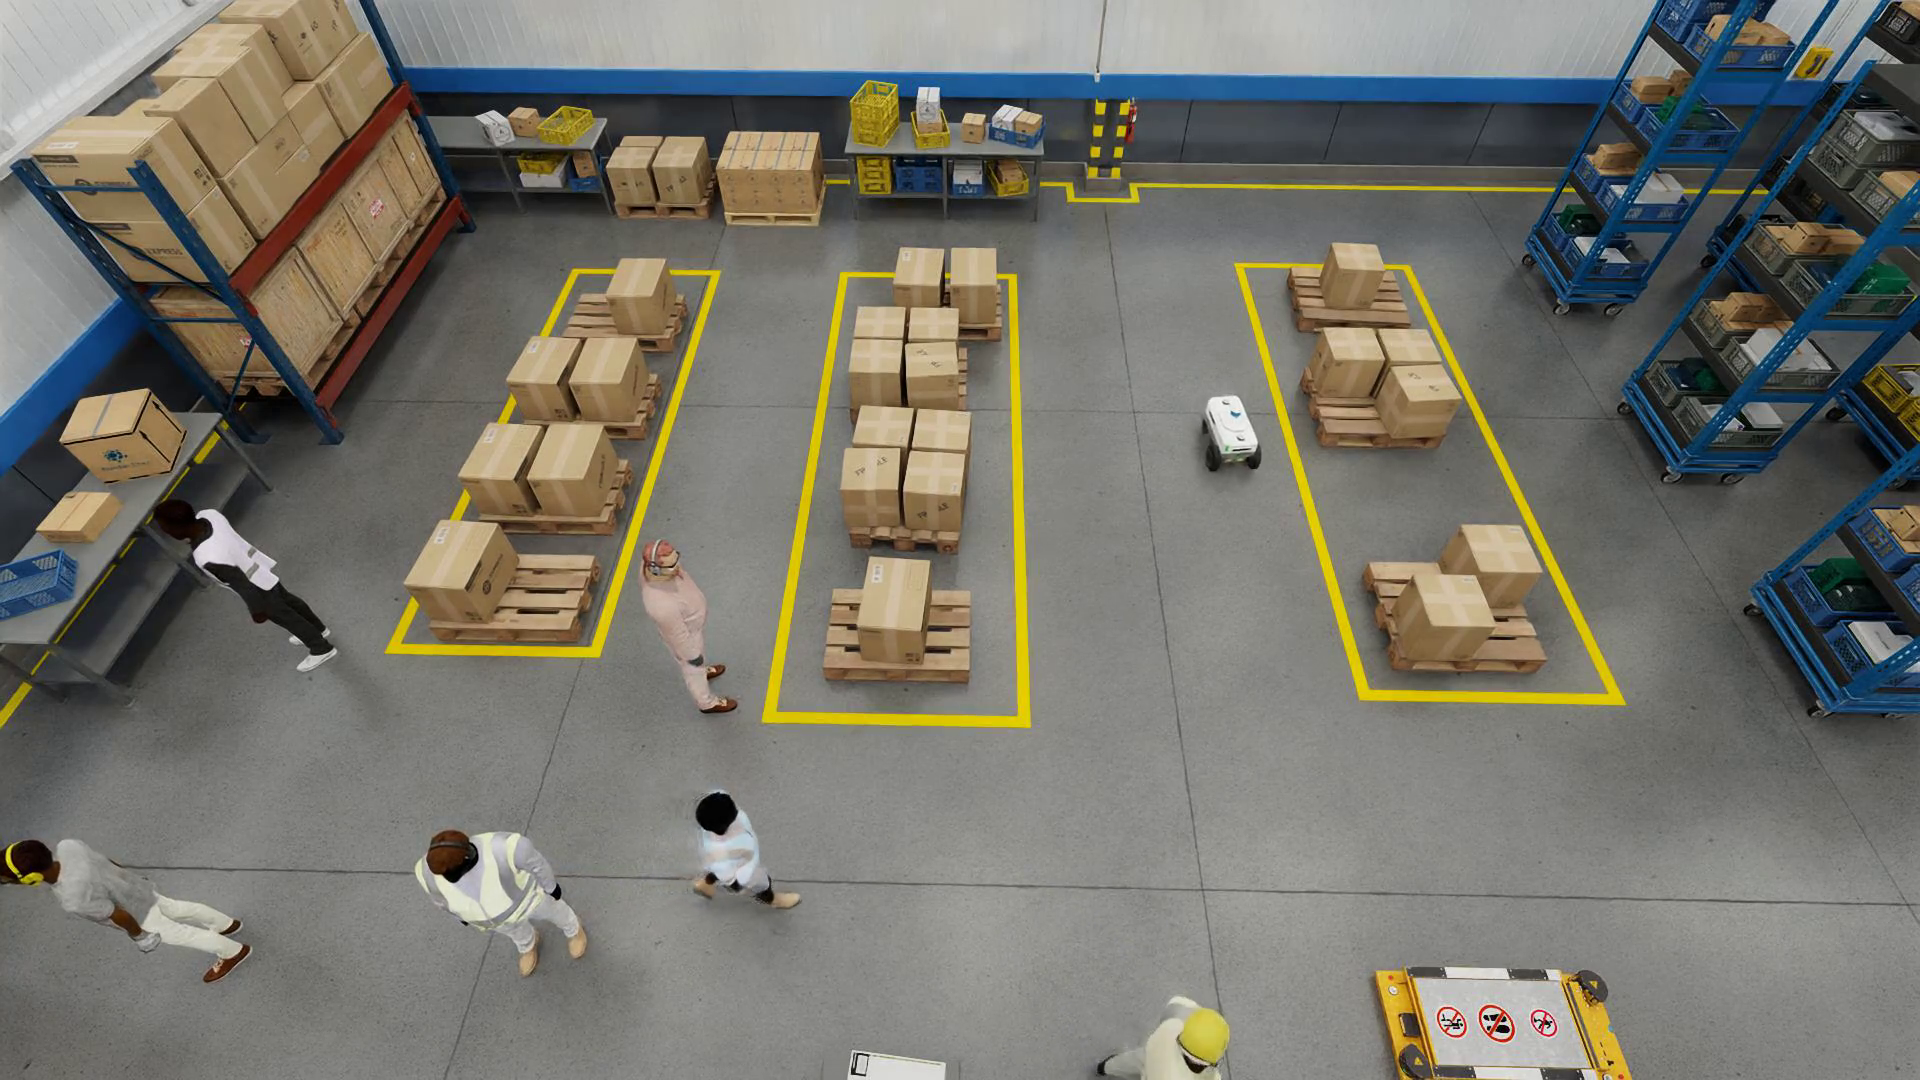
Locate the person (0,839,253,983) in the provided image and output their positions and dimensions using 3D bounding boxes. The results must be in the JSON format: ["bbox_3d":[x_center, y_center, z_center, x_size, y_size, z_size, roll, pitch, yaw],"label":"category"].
[{"bbox_3d":[-5.067,2.256,5.606,0.311,1.869,0.532,-32,57,-23],"label":"person"}]

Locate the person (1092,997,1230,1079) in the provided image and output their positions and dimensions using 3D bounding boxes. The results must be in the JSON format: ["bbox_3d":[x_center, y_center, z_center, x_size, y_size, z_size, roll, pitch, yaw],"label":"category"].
[{"bbox_3d":[1.179,2.973,5.069,0.663,1.789,0.619,5,51,4],"label":"person"}]

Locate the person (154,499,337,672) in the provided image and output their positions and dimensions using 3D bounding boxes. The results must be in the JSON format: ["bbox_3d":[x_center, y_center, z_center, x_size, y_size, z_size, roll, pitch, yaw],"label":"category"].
[{"bbox_3d":[-5.504,0.338,7.137,0.392,1.920,0.587,-26,55,-19],"label":"person"}]

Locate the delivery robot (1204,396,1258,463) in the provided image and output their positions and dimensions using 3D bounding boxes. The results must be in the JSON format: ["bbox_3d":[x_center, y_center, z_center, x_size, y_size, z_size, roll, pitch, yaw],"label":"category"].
[{"bbox_3d":[2.705,-1.127,9.146,0.477,0.478,0.707,-4,51,-3],"label":"delivery robot"}]

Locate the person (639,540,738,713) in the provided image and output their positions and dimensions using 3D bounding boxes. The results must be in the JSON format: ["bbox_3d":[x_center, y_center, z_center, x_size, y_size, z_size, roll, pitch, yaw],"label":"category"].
[{"bbox_3d":[-2.059,0.646,6.897,0.401,1.904,0.640,-17,53,-13],"label":"person"}]

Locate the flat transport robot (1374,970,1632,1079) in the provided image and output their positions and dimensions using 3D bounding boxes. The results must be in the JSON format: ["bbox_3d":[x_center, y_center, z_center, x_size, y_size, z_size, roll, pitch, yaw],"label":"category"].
[{"bbox_3d":[3.501,3.133,5.914,1.431,0.197,0.652,1,51,1],"label":"flat transport robot"}]

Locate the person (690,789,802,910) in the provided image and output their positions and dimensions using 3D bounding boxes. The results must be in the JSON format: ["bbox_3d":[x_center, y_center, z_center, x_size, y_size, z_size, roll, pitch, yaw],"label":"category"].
[{"bbox_3d":[-1.486,2.041,5.897,0.653,1.671,0.538,-11,52,-9],"label":"person"}]

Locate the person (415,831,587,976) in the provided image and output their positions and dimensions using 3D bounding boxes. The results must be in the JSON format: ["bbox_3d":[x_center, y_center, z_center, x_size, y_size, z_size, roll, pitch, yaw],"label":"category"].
[{"bbox_3d":[-2.802,2.223,5.650,0.636,1.842,0.429,-14,52,-11],"label":"person"}]
